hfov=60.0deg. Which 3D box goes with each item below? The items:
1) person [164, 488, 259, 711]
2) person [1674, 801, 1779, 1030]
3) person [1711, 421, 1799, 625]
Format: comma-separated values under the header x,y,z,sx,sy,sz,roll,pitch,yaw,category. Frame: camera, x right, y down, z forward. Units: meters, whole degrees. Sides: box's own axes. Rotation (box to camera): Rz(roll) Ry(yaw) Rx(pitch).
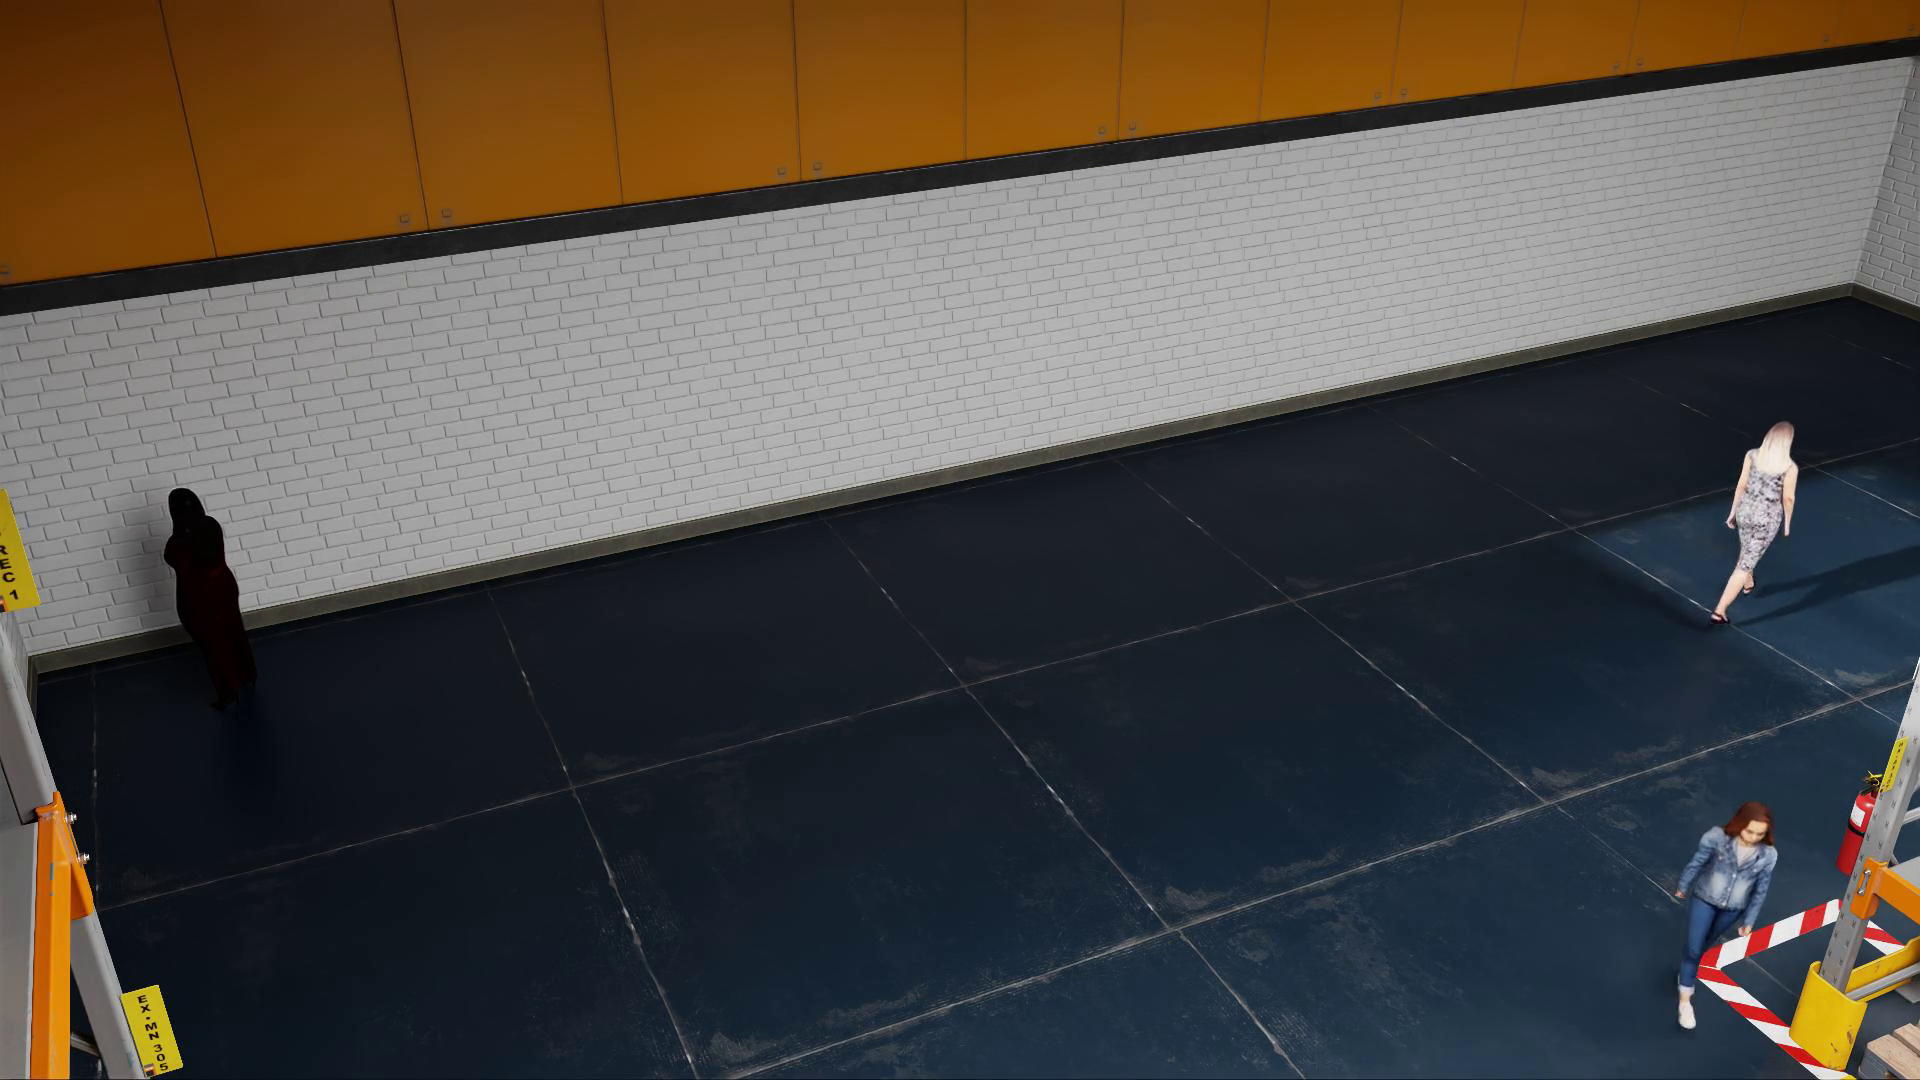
x,y,z,sx,sy,sz,roll,pitch,yaw,category
-5.448,0.413,12.079,0.830,1.758,0.745,6,29,10,person
4.325,2.006,9.482,0.908,1.449,0.995,10,30,17,person
6.232,-0.091,13.114,0.856,1.652,1.160,-21,35,-34,person
